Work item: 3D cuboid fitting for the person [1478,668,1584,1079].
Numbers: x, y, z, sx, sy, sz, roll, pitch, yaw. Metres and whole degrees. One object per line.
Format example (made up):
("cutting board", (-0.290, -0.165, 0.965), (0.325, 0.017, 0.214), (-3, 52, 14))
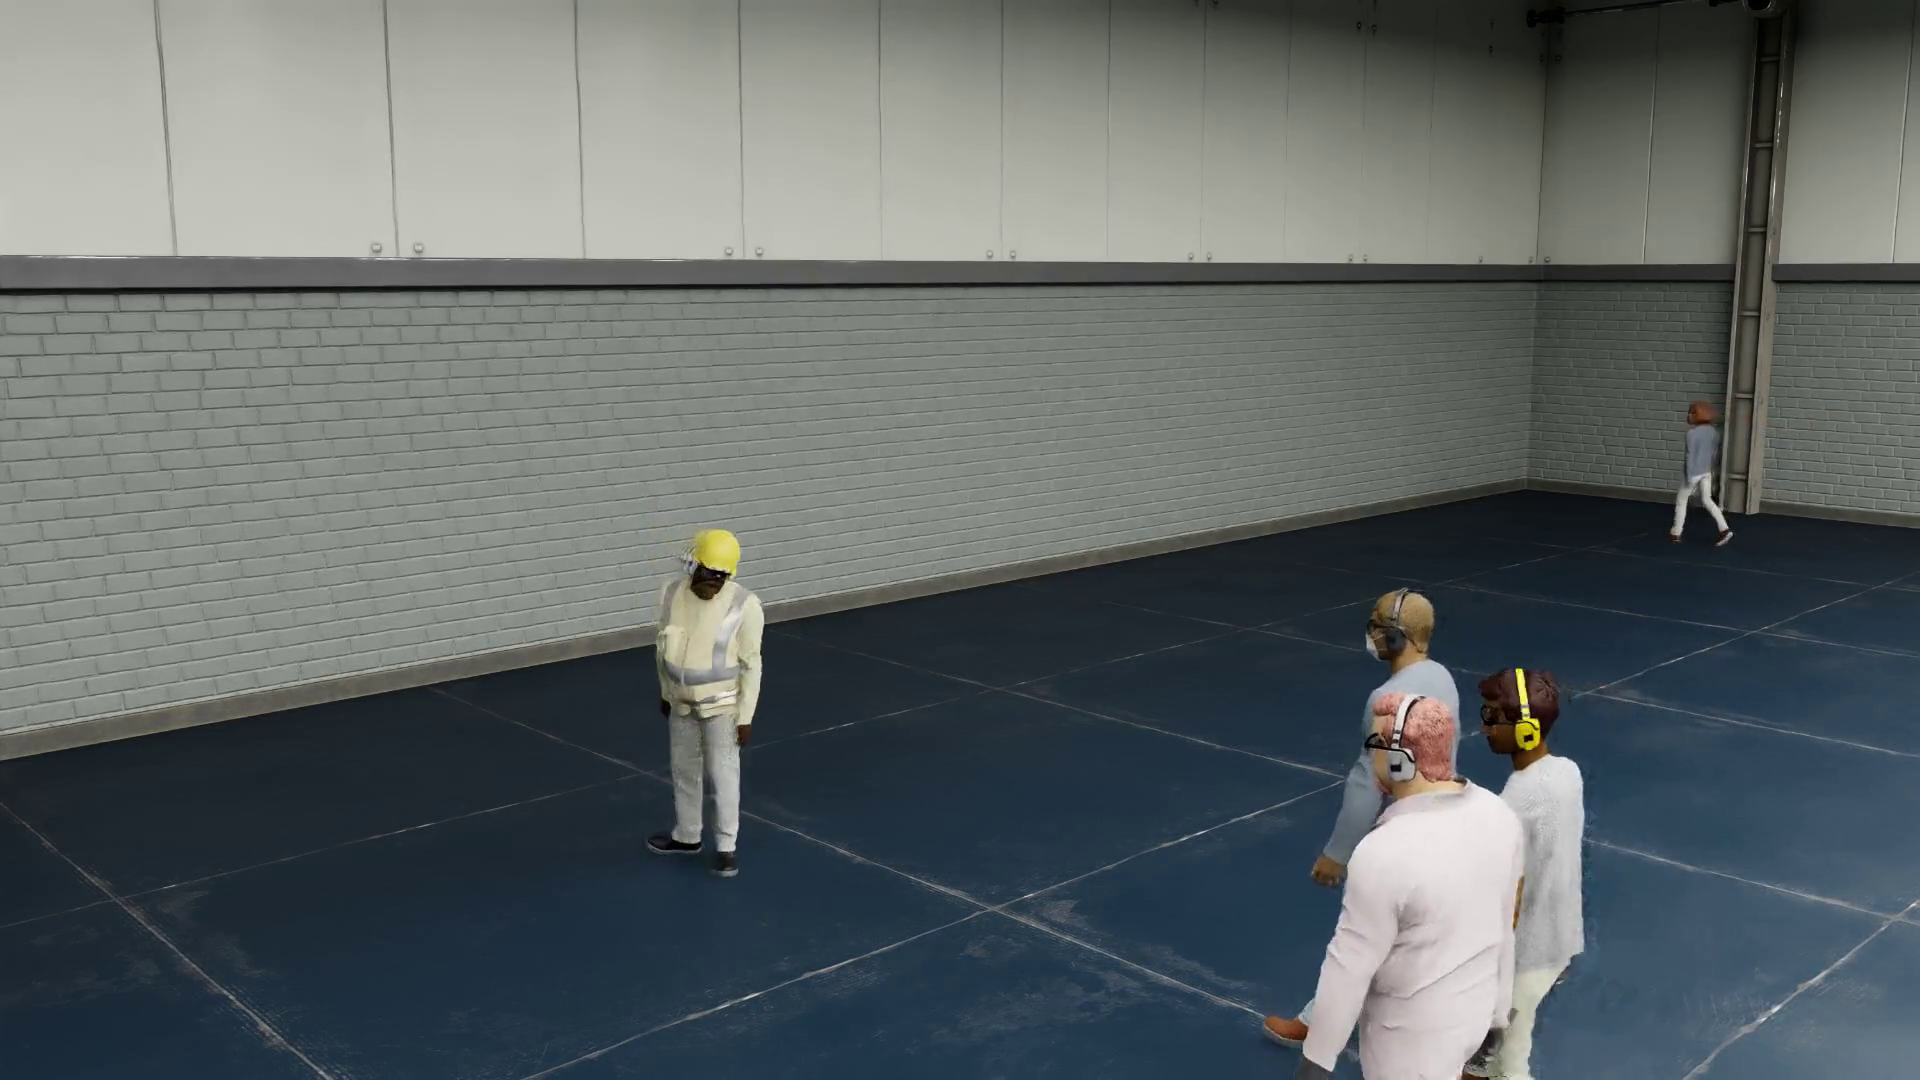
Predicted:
("person", (1.837, 1.300, 5.177), (0.698, 1.840, 0.546), (8, 12, 41))

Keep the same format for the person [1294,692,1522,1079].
("person", (1.170, 1.341, 4.727), (0.662, 1.877, 0.796), (-9, 13, -43))

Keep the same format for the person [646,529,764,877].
("person", (-1.314, 0.807, 8.371), (0.729, 1.782, 0.440), (5, 10, 26))

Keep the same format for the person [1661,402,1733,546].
("person", (8.252, -0.738, 18.510), (0.504, 1.606, 0.800), (-5, 10, -27))

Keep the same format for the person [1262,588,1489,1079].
("person", (1.644, 1.114, 6.154), (1.005, 1.893, 0.632), (5, 10, 27))
